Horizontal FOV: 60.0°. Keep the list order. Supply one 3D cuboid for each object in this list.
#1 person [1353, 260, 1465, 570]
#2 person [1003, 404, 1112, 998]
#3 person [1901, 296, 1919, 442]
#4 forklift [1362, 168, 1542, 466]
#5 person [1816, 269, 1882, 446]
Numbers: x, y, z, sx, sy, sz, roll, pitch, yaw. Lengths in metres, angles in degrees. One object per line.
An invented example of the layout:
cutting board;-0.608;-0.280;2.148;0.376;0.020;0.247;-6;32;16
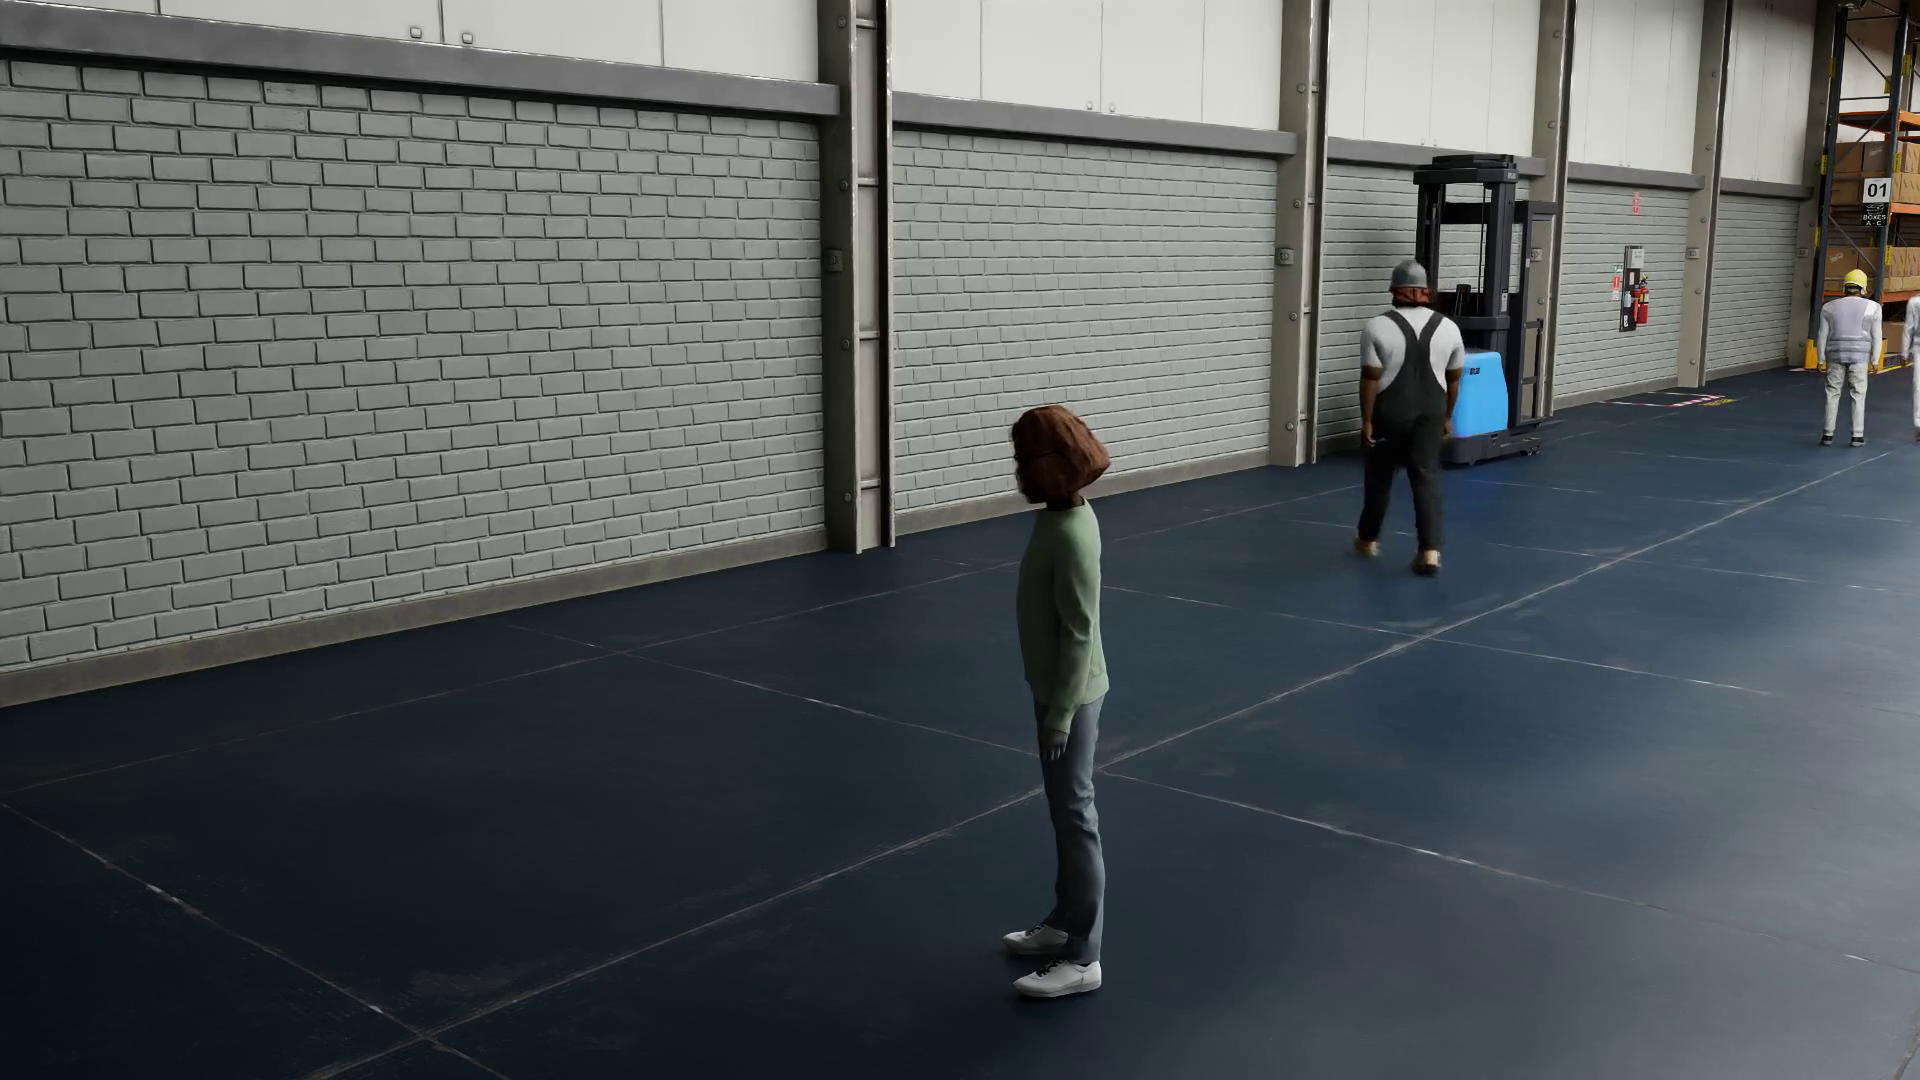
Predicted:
person;2.909;-0.833;10.826;0.698;2.000;1.036;-1;10;-4
person;0.270;0.440;4.615;0.278;1.633;0.498;0;10;-1
person;10.380;-1.968;17.732;0.578;1.832;0.990;4;11;22
forklift;4.875;-2.212;16.287;1.129;2.768;1.873;8;13;40
person;9.295;-1.906;17.404;0.601;1.830;0.404;6;12;31
